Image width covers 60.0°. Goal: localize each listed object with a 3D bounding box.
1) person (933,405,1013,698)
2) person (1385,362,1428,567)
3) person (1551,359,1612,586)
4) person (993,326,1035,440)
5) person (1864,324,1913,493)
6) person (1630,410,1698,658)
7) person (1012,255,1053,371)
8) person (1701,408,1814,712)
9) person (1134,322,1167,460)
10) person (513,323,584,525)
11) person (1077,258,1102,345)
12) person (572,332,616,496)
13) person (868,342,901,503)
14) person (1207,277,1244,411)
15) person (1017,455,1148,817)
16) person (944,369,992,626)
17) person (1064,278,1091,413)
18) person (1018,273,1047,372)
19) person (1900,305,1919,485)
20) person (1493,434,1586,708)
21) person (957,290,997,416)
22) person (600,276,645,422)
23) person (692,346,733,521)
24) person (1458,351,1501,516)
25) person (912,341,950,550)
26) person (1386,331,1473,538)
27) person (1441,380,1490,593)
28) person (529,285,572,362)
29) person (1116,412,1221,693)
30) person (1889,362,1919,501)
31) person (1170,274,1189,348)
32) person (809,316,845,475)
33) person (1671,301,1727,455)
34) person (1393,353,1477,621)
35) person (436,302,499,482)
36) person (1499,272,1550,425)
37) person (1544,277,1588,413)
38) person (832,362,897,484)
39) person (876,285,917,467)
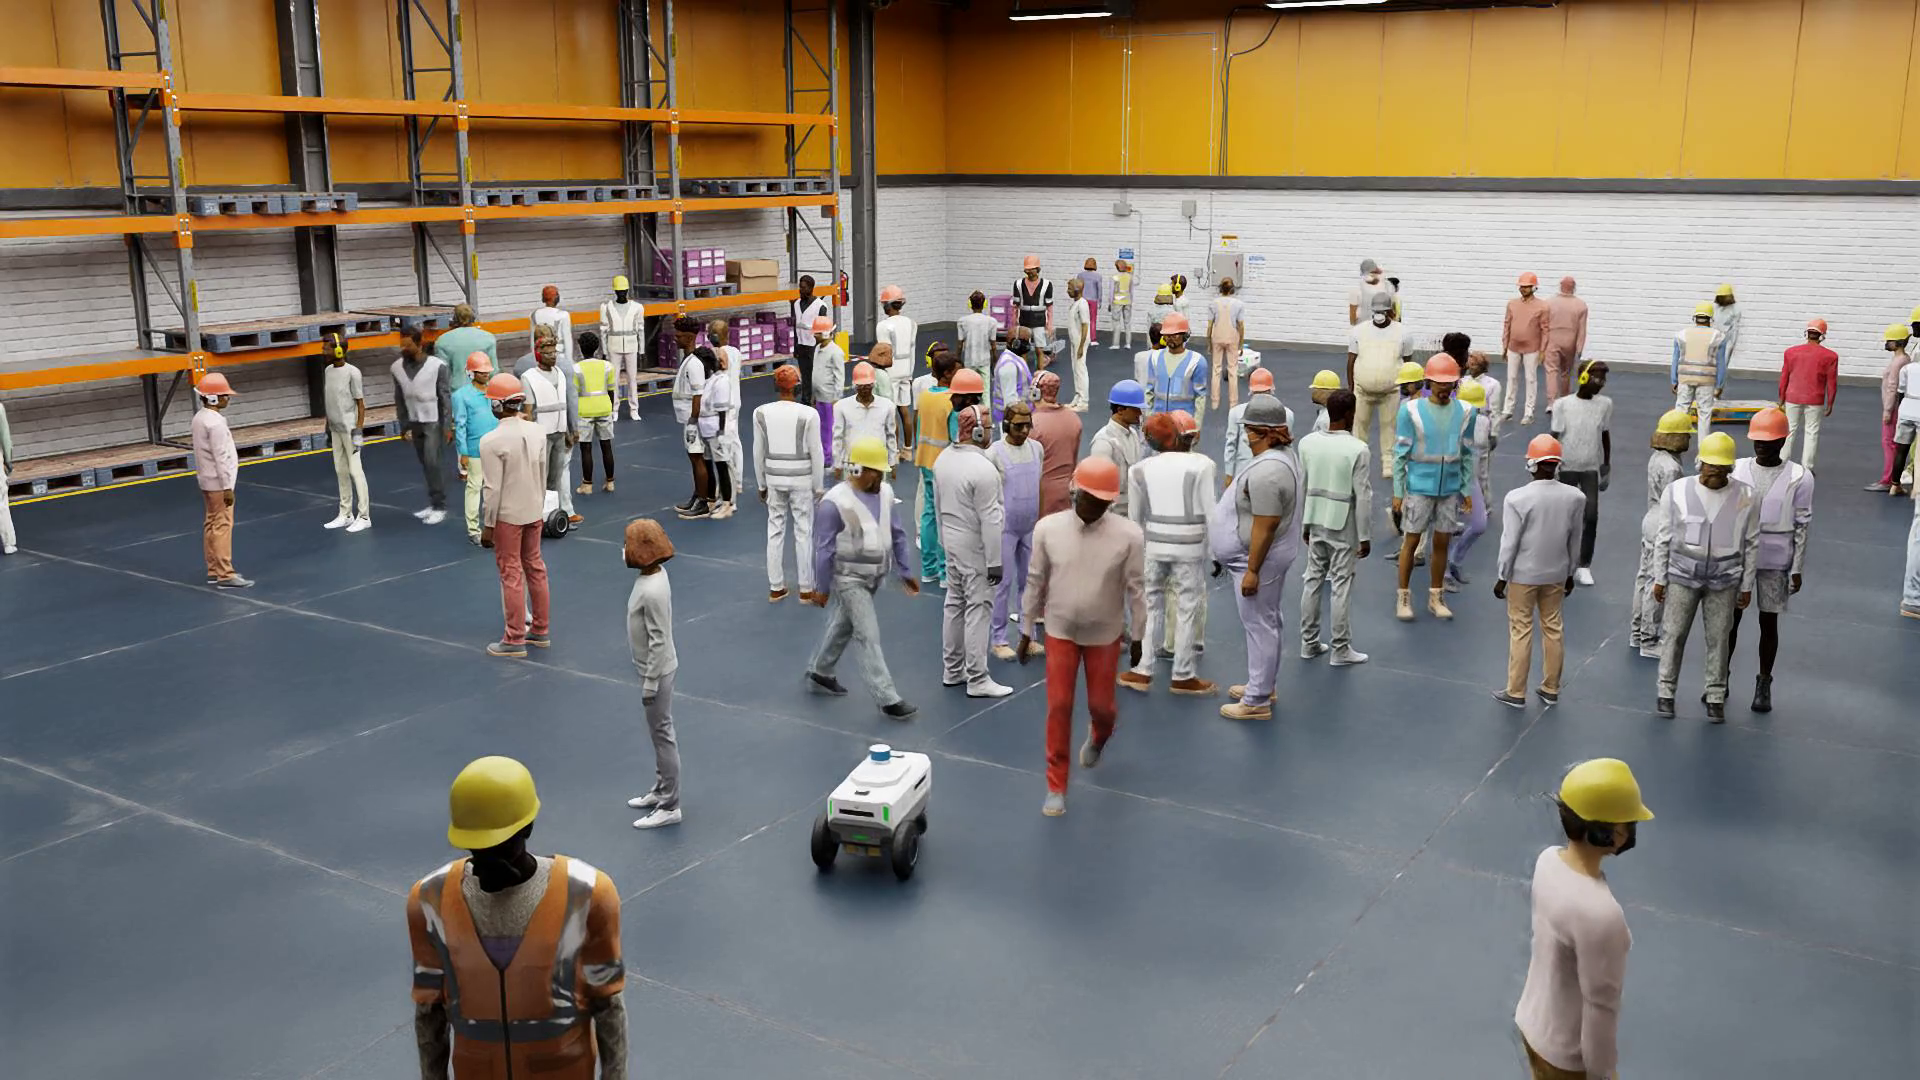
[{"bbox_3d":[0.097,0.069,10.800,0.408,1.906,0.653,-8,15,-30],"label":"person"},{"bbox_3d":[3.856,-0.650,14.259,0.343,1.755,0.530,-3,13,-12],"label":"person"},{"bbox_3d":[5.031,-0.533,13.560,0.593,1.843,0.553,2,13,10],"label":"person"},{"bbox_3d":[0.546,-1.201,16.474,0.429,1.836,0.626,2,13,8],"label":"person"},{"bbox_3d":[9.735,-1.375,17.391,0.343,1.761,0.525,10,16,36],"label":"person"},{"bbox_3d":[4.938,-0.045,11.653,0.294,1.744,0.487,2,13,8],"label":"person"},{"bbox_3d":[1.072,-3.217,24.754,0.613,2.041,0.393,3,13,12],"label":"person"},{"bbox_3d":[5.025,0.125,10.490,0.552,1.935,0.367,9,16,33],"label":"person"},{"bbox_3d":[1.946,-1.252,16.654,0.337,1.857,0.525,-12,17,-41],"label":"person"},{"bbox_3d":[-3.880,-1.082,15.722,0.630,1.940,0.372,4,13,15],"label":"person"},{"bbox_3d":[2.408,-4.437,30.965,0.493,1.624,0.281,5,14,21],"label":"person"},{"bbox_3d":[-3.806,-1.303,17.213,0.535,1.697,0.318,-10,16,-36],"label":"person"},{"bbox_3d":[-0.782,-1.187,16.847,0.276,1.633,0.507,-4,14,-18],"label":"person"},{"bbox_3d":[3.653,-2.690,22.902,0.505,1.847,0.349,4,14,17],"label":"person"},{"bbox_3d":[0.658,0.468,8.982,0.702,1.958,0.701,2,13,9],"label":"person"},{"bbox_3d":[0.069,-0.303,12.343,0.375,1.939,0.546,-1,13,-3],"label":"person"},{"bbox_3d":[1.618,-2.669,22.815,0.329,1.842,0.509,-2,13,-7],"label":"person"},{"bbox_3d":[1.166,-3.550,26.830,0.526,1.757,0.342,2,13,7],"label":"person"},{"bbox_3d":[10.238,-1.550,17.785,0.384,1.922,0.593,6,14,23],"label":"person"},{"bbox_3d":[3.664,0.194,10.593,0.573,1.749,0.338,-3,13,-13],"label":"person"},{"bbox_3d":[0.209,-2.132,20.454,0.510,1.863,0.326,0,13,1],"label":"person"},{"bbox_3d":[-4.461,-2.532,22.033,0.584,1.929,0.371,-4,14,-16],"label":"person"},{"bbox_3d":[-2.416,-1.035,16.070,0.531,1.687,0.325,11,17,41],"label":"person"},{"bbox_3d":[4.984,-1.020,16.124,0.312,1.635,0.523,-11,17,-40],"label":"person"},{"bbox_3d":[-0.194,-0.840,14.823,0.520,1.874,0.332,-9,16,-34],"label":"person"},{"bbox_3d":[4.315,-0.934,15.082,0.799,1.938,0.608,0,13,0],"label":"person"},{"bbox_3d":[4.029,-0.433,13.333,0.566,1.738,0.384,-6,14,-23],"label":"person"},{"bbox_3d":[-5.166,-2.280,21.061,0.577,1.876,0.352,5,14,19],"label":"person"},{"bbox_3d":[1.363,0.104,10.788,0.673,1.855,0.370,7,15,26],"label":"person"},{"bbox_3d":[9.795,-1.238,16.956,0.322,1.686,0.540,-6,14,-26],"label":"person"},{"bbox_3d":[3.006,-2.740,23.067,0.328,1.872,0.514,3,13,12],"label":"person"},{"bbox_3d":[-1.488,-1.601,18.395,0.338,1.744,0.560,-8,15,-31],"label":"person"},{"bbox_3d":[8.578,-1.857,19.348,0.591,1.824,0.404,9,16,35],"label":"person"},{"bbox_3d":[3.562,-0.388,12.486,0.615,2.040,0.391,-1,13,-5],"label":"person"},{"bbox_3d":[-5.278,-1.586,17.910,0.627,1.940,0.372,-4,14,-16],"label":"person"},{"bbox_3d":[7.394,-2.514,21.811,0.612,1.996,0.389,12,18,43],"label":"person"},{"bbox_3d":[8.280,-2.689,22.923,0.633,1.853,1.043,4,14,16],"label":"person"},{"bbox_3d":[-0.813,-0.661,14.301,0.573,1.749,0.339,-3,13,-13],"label":"person"},{"bbox_3d":[-0.760,-1.856,18.851,0.379,2.041,0.616,10,16,36],"label":"person"}]
